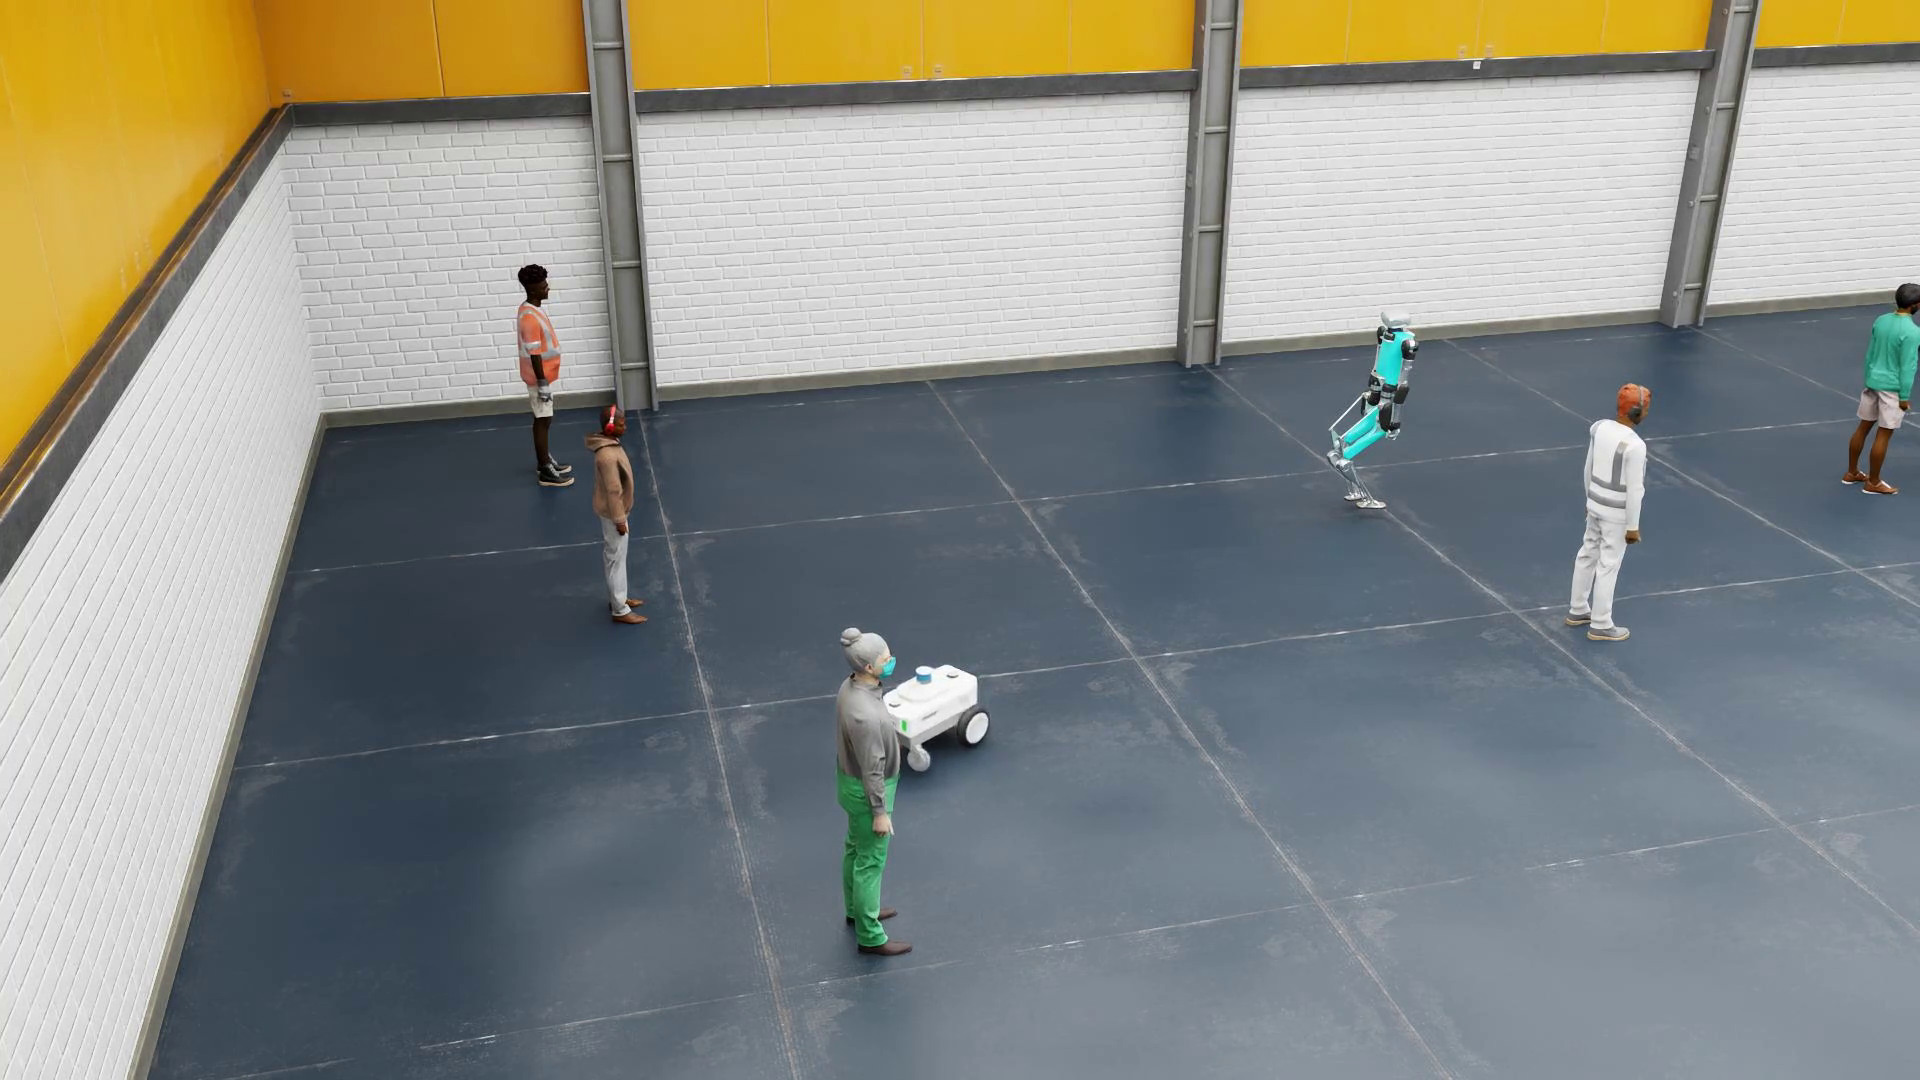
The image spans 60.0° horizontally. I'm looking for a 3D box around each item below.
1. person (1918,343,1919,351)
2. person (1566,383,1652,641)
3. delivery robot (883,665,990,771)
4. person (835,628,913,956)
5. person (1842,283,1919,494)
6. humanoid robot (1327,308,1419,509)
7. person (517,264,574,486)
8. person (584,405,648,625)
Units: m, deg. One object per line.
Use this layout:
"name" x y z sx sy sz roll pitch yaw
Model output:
"person" 10.742 -2.868 17.995 0.384 1.784 0.536 -6 24 -13
"person" 4.633 -0.202 11.812 0.356 1.887 0.571 -6 24 -13
"delivery robot" -0.205 1.081 10.540 0.515 0.587 0.746 21 31 39
"person" -0.460 1.272 8.526 0.341 1.839 0.510 -6 24 -13
"person" 7.998 -1.308 14.372 0.397 1.849 0.492 -6 24 -13
"humanoid robot" 3.349 -1.074 13.811 0.735 1.677 0.533 -6 24 -13
"person" -3.657 -1.447 14.543 0.368 1.966 0.602 -6 24 -13
"person" -2.509 -0.190 12.075 0.334 1.647 0.457 -6 24 -13
